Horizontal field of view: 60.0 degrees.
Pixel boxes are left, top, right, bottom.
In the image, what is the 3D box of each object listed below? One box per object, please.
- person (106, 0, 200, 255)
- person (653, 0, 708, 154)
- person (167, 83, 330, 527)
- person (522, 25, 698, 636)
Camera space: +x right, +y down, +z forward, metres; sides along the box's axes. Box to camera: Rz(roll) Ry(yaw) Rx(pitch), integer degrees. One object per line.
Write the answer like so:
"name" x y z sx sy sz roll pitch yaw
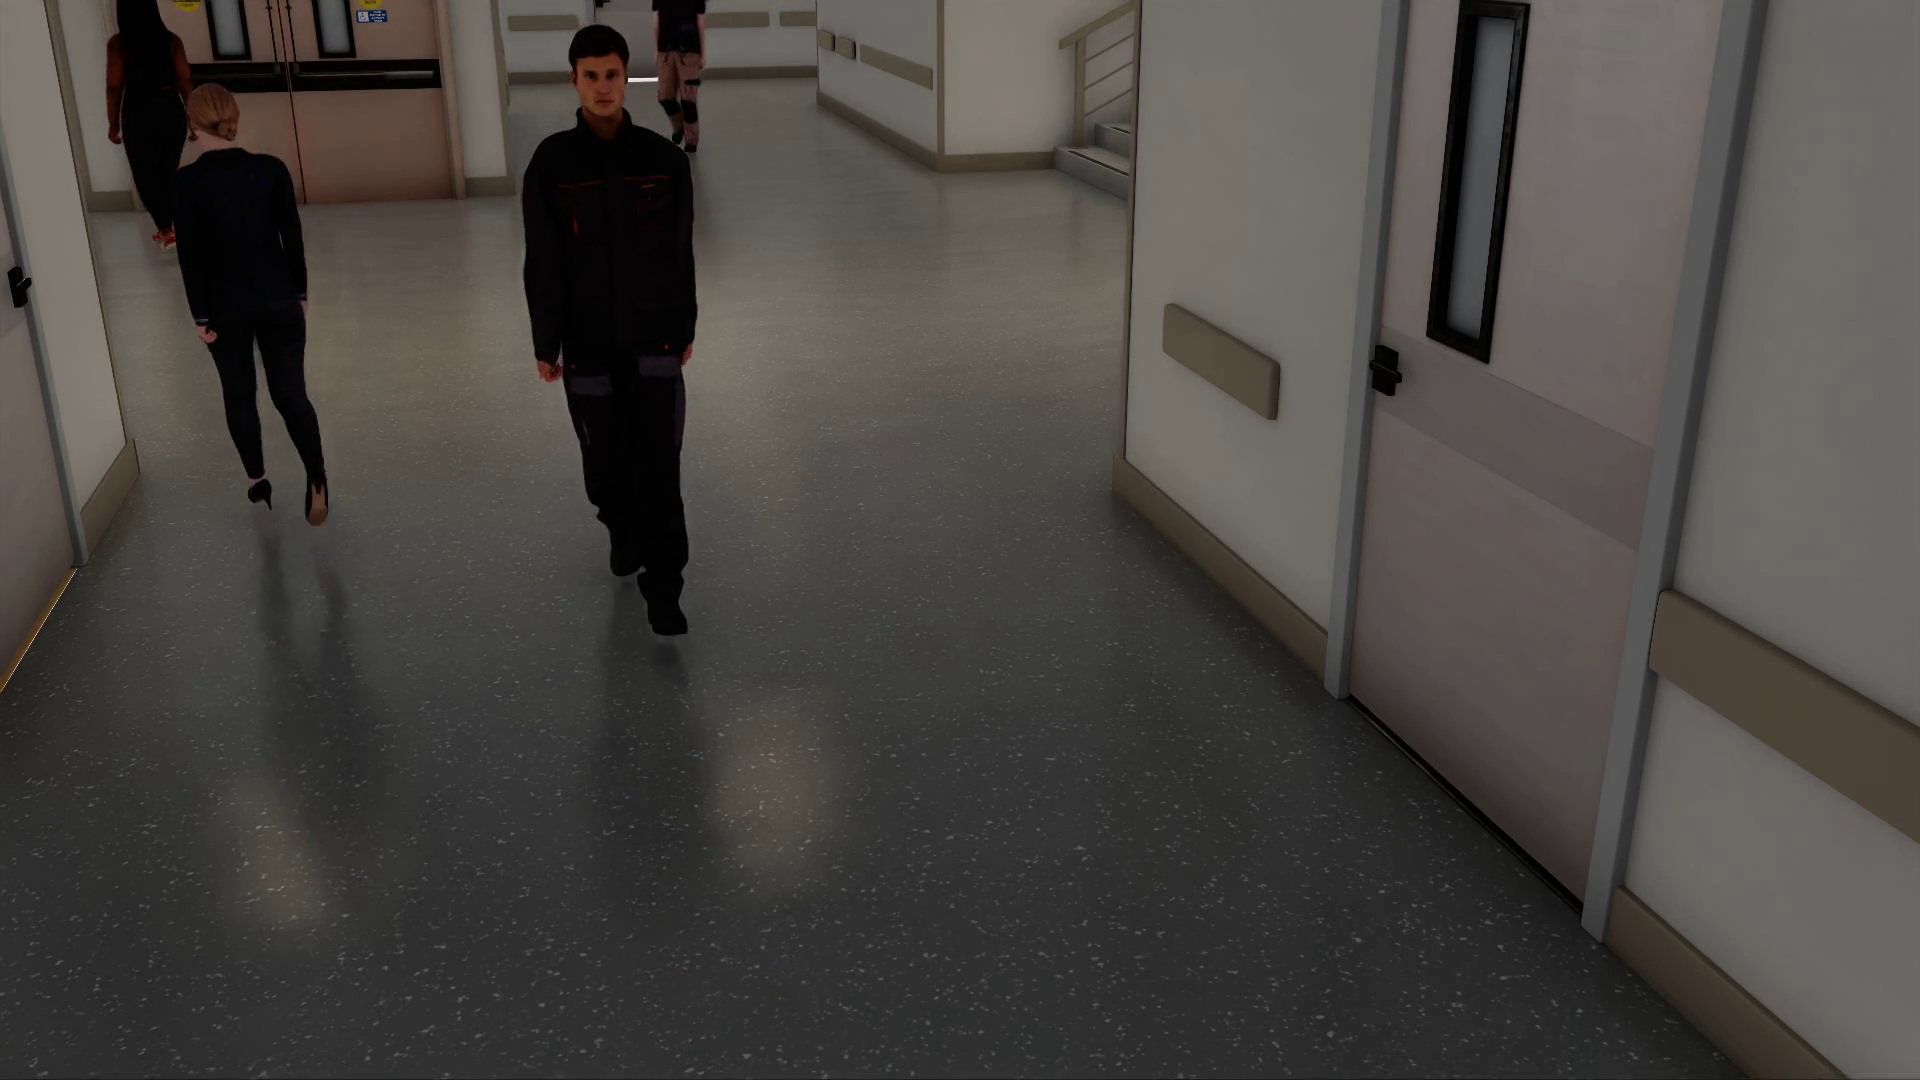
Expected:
"person" -5.421 -2.775 11.204 1.080 1.770 1.028 -15 26 -35
"person" -2.733 -4.760 16.368 0.778 1.825 0.866 2 21 5
"person" -2.609 -0.824 6.208 1.060 1.660 0.907 -14 25 -33
"person" -1.148 -0.689 5.531 1.153 1.888 0.759 -6 21 -14
